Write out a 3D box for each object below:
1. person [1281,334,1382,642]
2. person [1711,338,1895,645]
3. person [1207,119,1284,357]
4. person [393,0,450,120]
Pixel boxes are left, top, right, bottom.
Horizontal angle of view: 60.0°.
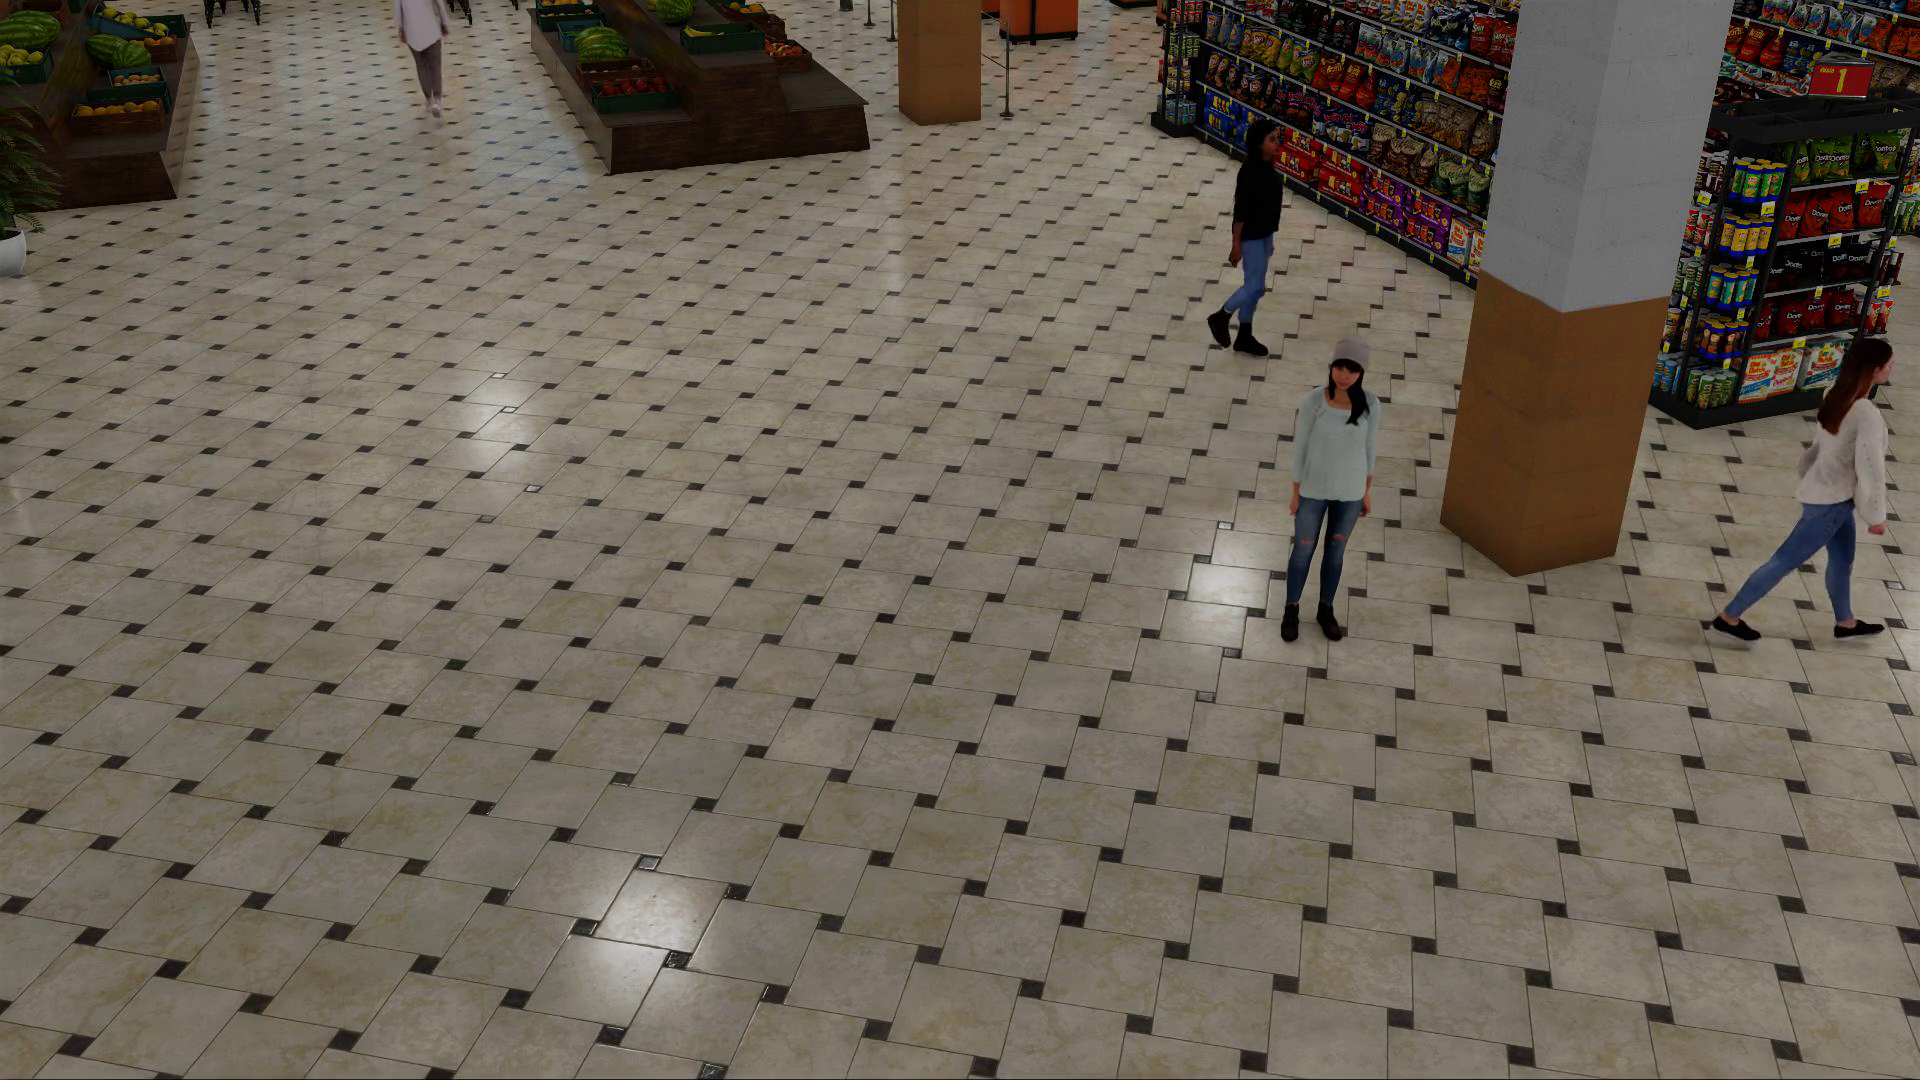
[{"bbox_3d":[1.857,-0.261,8.351,0.631,1.649,0.605,0,29,-1],"label":"person"},{"bbox_3d":[4.182,-0.167,8.179,1.033,1.649,1.132,4,29,7],"label":"person"},{"bbox_3d":[1.988,-2.109,11.698,0.821,1.684,0.753,18,34,30],"label":"person"},{"bbox_3d":[-5.651,-5.339,17.484,0.761,1.809,1.157,-7,29,-12],"label":"person"}]
